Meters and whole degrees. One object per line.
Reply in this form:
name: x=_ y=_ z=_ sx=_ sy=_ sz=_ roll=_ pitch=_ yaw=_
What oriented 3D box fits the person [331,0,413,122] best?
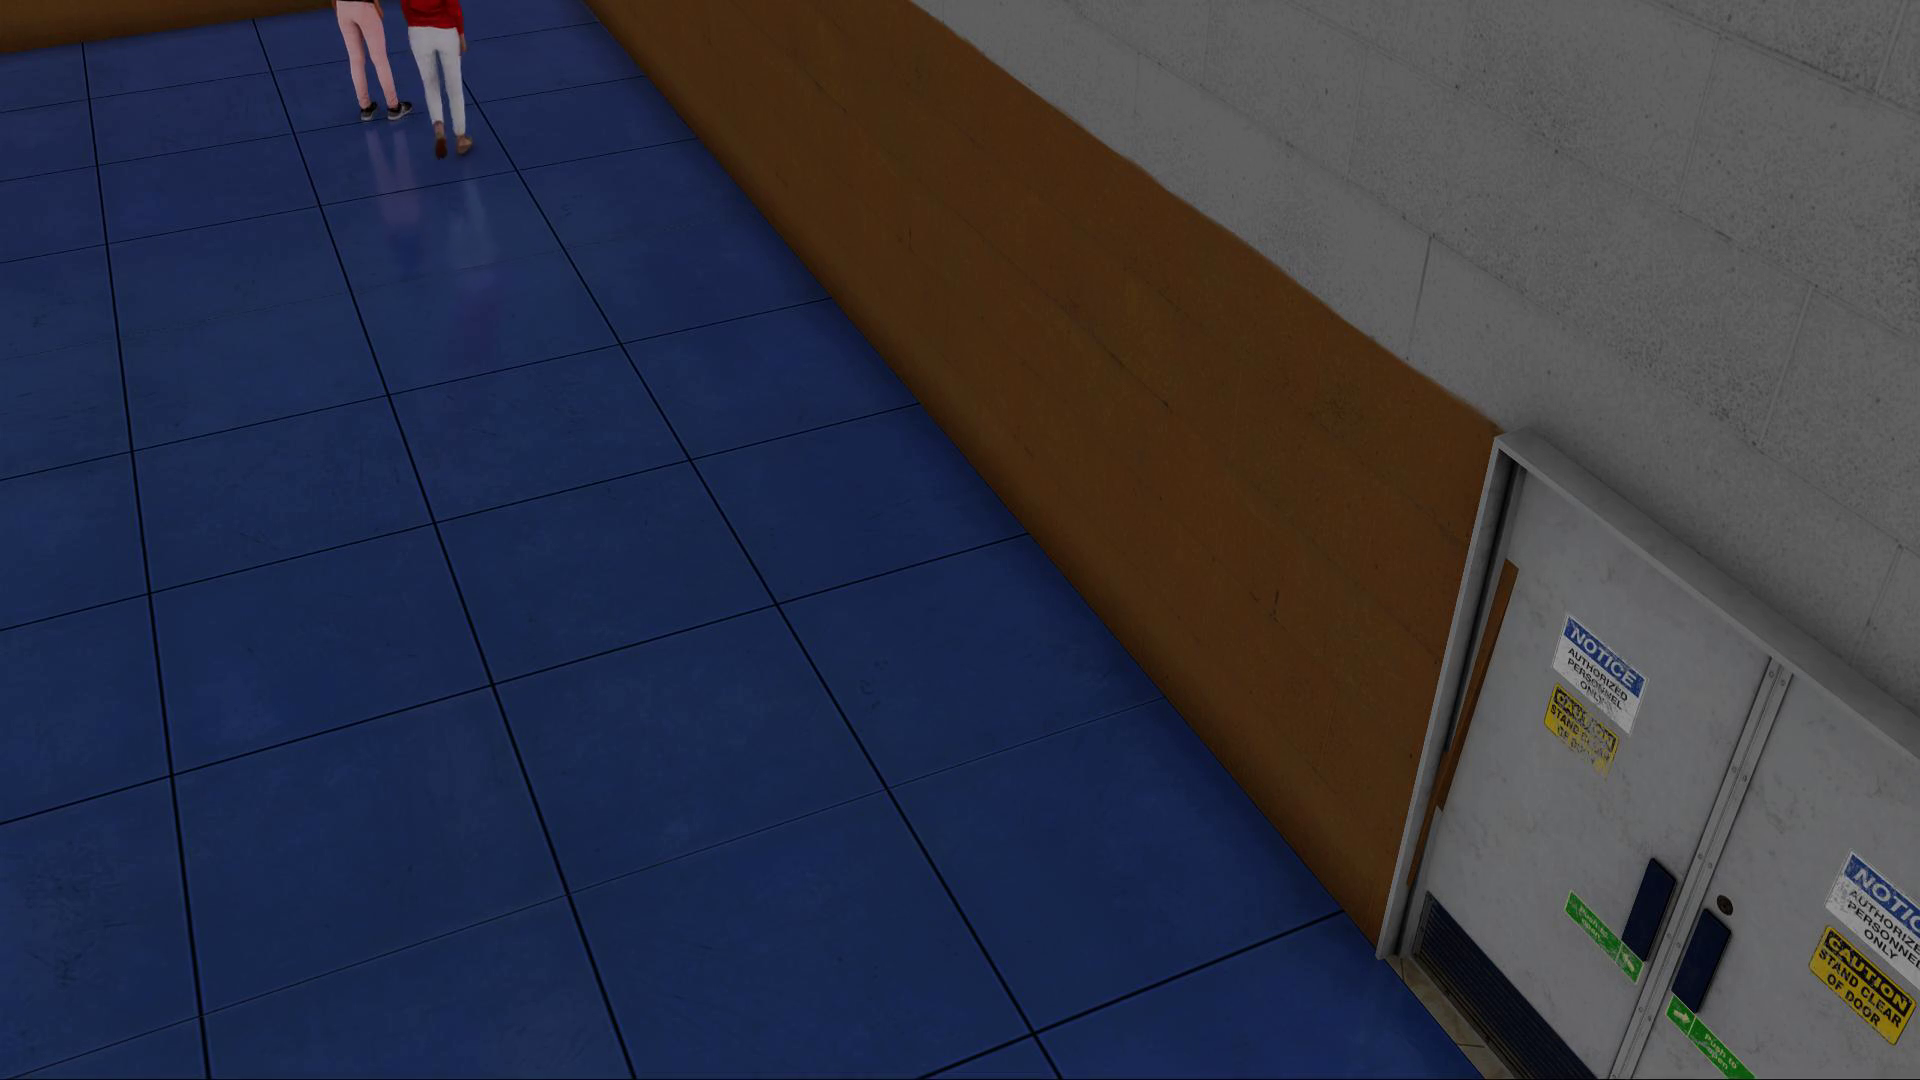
person: x=-4.340 y=-3.803 z=11.985 sx=0.607 sy=1.563 sz=0.691 roll=5 pitch=37 yaw=6

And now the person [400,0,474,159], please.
person: x=-3.579 y=-3.362 z=11.299 sx=0.841 sy=1.683 sz=0.790 roll=-3 pitch=37 yaw=-4
